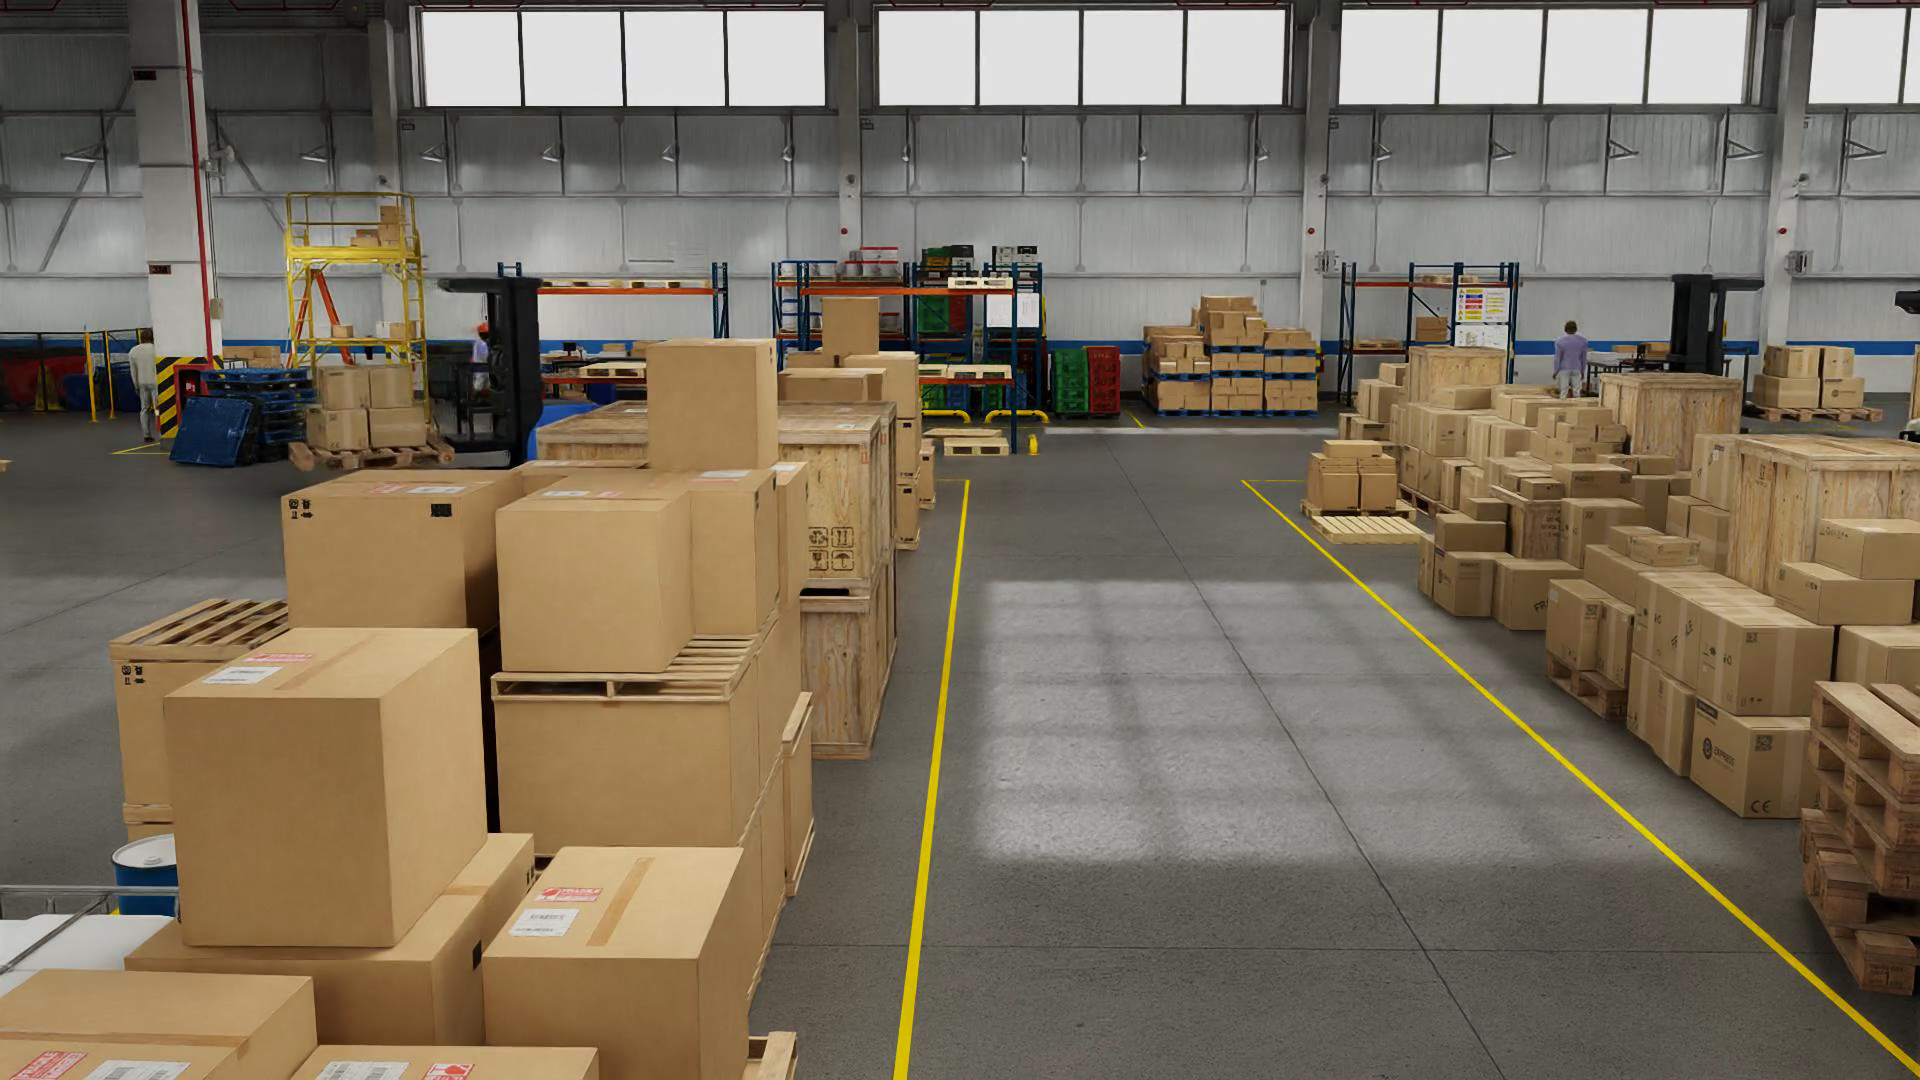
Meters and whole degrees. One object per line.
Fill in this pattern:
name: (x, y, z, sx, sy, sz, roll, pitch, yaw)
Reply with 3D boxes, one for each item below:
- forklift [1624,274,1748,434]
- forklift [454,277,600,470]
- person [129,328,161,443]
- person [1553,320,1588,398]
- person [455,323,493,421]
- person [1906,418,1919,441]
forklift: (12.779, -3.275, 29.253, 1.873, 2.768, 1.129, 0, 9, 1)
forklift: (-6.009, -2.232, 23.004, 1.873, 2.768, 1.129, -5, 11, -25)
person: (-13.646, -2.607, 28.063, 0.627, 1.941, 0.370, 0, 9, 2)
person: (11.631, -3.217, 31.739, 0.627, 1.934, 0.370, 0, 9, 2)
person: (-9.228, -3.209, 31.829, 0.956, 1.901, 0.557, -4, 10, -24)
person: (8.878, -0.481, 15.191, 0.609, 1.986, 0.393, 0, 9, 2)
